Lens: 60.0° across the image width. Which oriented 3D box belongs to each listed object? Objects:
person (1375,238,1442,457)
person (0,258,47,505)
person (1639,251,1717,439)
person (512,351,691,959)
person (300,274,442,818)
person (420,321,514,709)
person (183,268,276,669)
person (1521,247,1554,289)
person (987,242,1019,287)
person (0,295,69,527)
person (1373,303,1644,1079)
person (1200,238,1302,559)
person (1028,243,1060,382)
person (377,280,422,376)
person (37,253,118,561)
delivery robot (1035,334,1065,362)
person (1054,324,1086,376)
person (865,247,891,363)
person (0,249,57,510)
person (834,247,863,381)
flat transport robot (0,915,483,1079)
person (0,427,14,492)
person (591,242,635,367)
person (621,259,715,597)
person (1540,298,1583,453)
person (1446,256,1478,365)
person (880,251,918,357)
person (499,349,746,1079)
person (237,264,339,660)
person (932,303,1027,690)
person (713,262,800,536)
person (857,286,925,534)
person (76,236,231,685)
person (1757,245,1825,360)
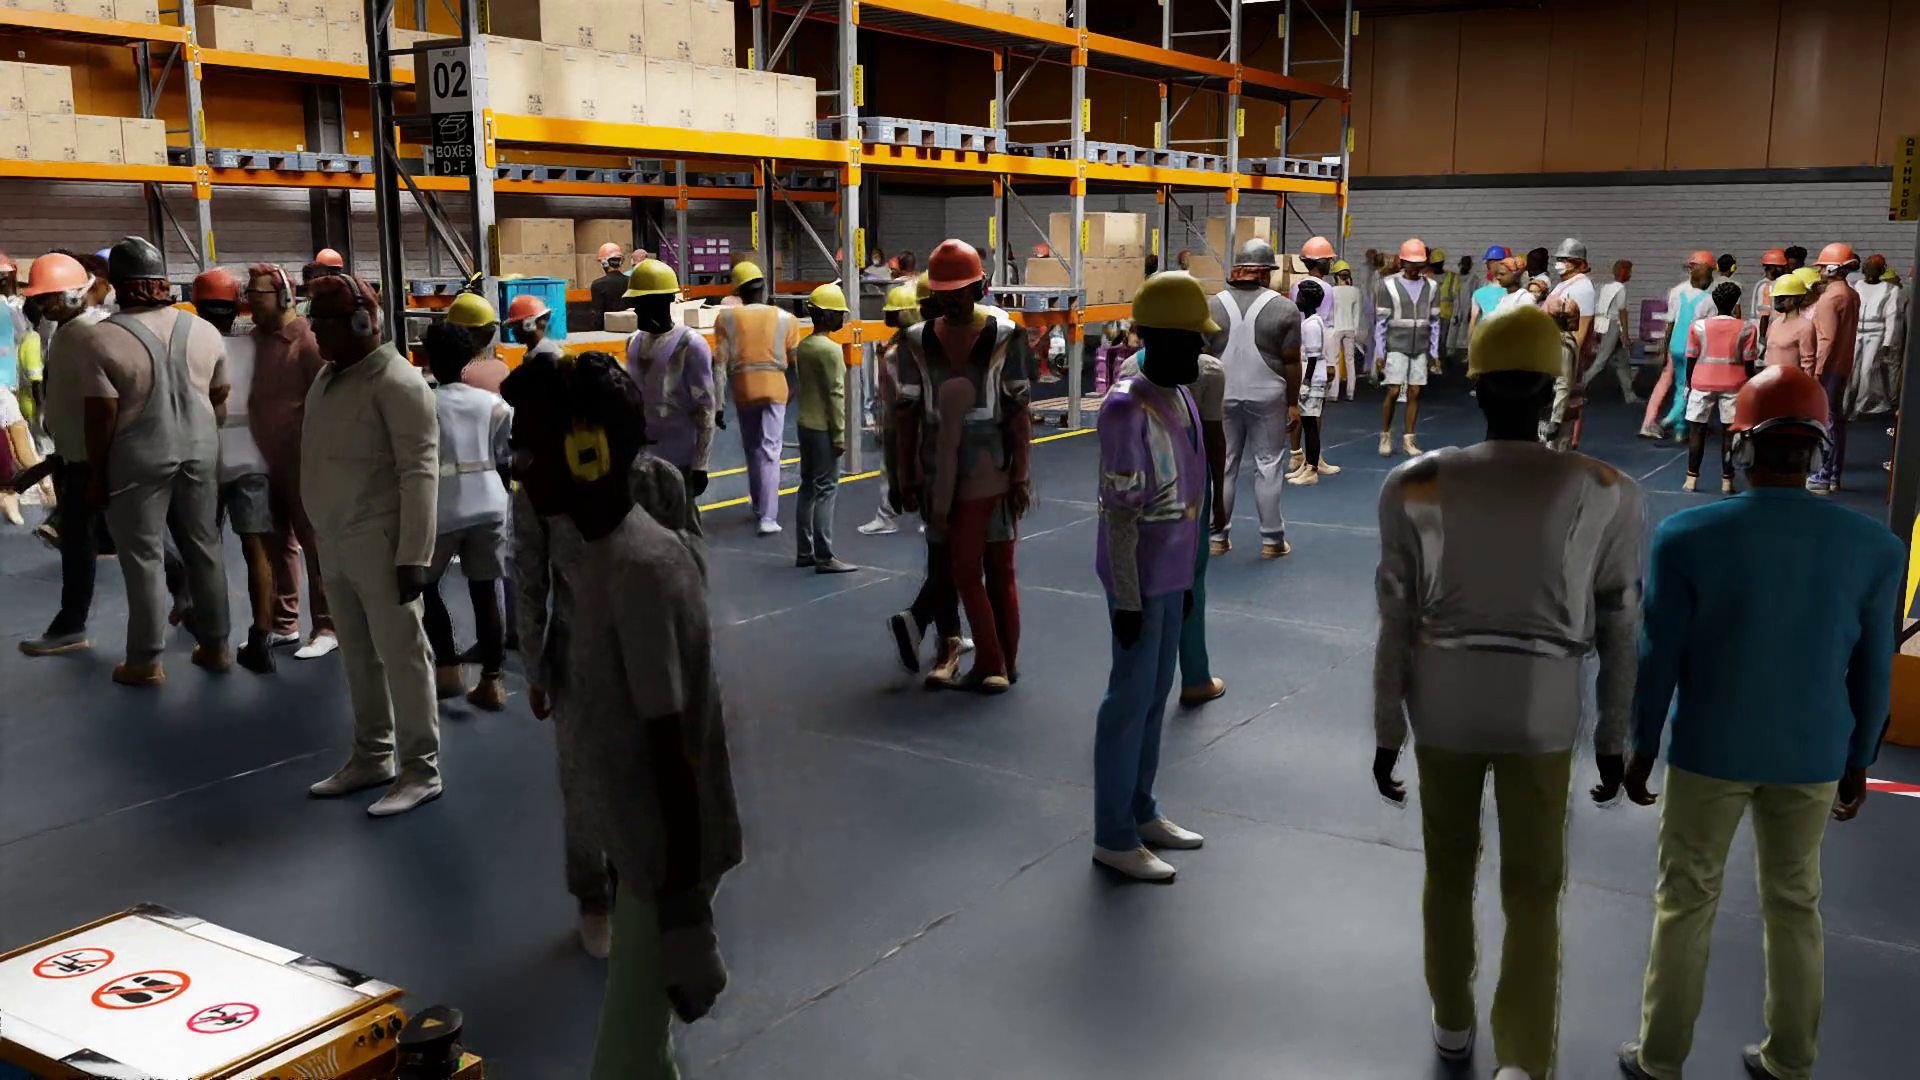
[{"bbox_3d":[4.183,-1.778,15.501,0.621,2.039,0.386,-1,10,-6],"label":"person"},{"bbox_3d":[-7.259,-1.206,12.752,0.353,1.883,0.573,-7,12,-34],"label":"person"},{"bbox_3d":[7.375,-1.970,16.938,1.050,1.925,0.606,-6,12,-29],"label":"person"},{"bbox_3d":[-0.981,0.330,4.665,0.517,1.725,0.387,-5,11,-25],"label":"person"},{"bbox_3d":[-2.112,0.022,5.885,0.652,1.904,0.403,9,13,39],"label":"person"},{"bbox_3d":[-2.175,-0.100,7.172,0.558,1.677,0.453,-10,14,-43],"label":"person"},{"bbox_3d":[-3.554,-0.360,8.053,0.563,1.878,1.018,-7,13,-35],"label":"person"},{"bbox_3d":[8.103,-3.149,23.417,0.600,1.917,0.377,-7,12,-33],"label":"person"},{"bbox_3d":[0.576,-3.308,23.962,0.539,2.000,0.688,2,10,11],"label":"person"},{"bbox_3d":[-6.377,-0.877,11.492,0.535,1.682,0.543,-3,11,-15],"label":"person"},{"bbox_3d":[1.234,0.410,3.801,0.589,1.890,0.899,3,11,17],"label":"person"},{"bbox_3d":[1.862,-0.910,10.670,0.685,2.000,0.535,4,11,23],"label":"person"},{"bbox_3d":[1.121,-3.219,23.619,0.571,1.980,0.639,3,11,17],"label":"person"},{"bbox_3d":[-4.882,-1.438,14.433,0.486,1.740,0.313,2,10,12],"label":"person"},{"bbox_3d":[-5.475,-0.821,10.454,0.629,1.939,0.492,5,11,25],"label":"person"},{"bbox_3d":[1.514,-2.981,26.006,0.707,0.478,0.477,8,13,36],"label":"delivery robot"},{"bbox_3d":[1.672,-3.406,24.791,0.354,1.936,0.635,-6,12,-31],"label":"person"},{"bbox_3d":[-1.303,-3.932,27.794,0.644,1.909,0.831,0,10,1],"label":"person"},{"bbox_3d":[-7.118,-1.195,12.396,1.048,1.985,0.612,-2,10,-9],"label":"person"},{"bbox_3d":[-1.656,-3.204,23.723,0.683,1.913,0.563,-5,12,-27],"label":"person"},{"bbox_3d":[-1.896,1.182,3.988,1.431,0.197,0.652,6,12,31],"label":"flat transport robot"},{"bbox_3d":[-7.757,-1.312,13.042,0.385,1.990,0.608,8,13,38],"label":"person"},{"bbox_3d":[-3.666,-2.157,17.708,0.377,1.995,0.611,9,14,41],"label":"person"},{"bbox_3d":[-1.489,-0.433,8.346,0.593,1.925,0.384,8,13,38],"label":"person"},{"bbox_3d":[4.028,-0.807,11.217,0.308,1.640,0.510,3,11,17],"label":"person"},{"bbox_3d":[8.164,-3.724,27.027,0.565,1.780,0.956,10,14,44],"label":"person"},{"bbox_3d":[-0.559,-2.121,17.771,0.592,1.908,0.414,-5,12,-27],"label":"person"},{"bbox_3d":[-0.490,0.589,2.928,0.570,1.838,0.571,-3,11,-15],"label":"person"},{"bbox_3d":[-3.284,-0.374,8.074,0.639,1.911,0.402,6,12,28],"label":"person"},{"bbox_3d":[0.088,-0.197,7.540,0.380,1.753,0.569,8,13,39],"label":"person"},{"bbox_3d":[-1.382,-0.999,11.652,0.652,1.853,0.982,0,10,-2],"label":"person"},{"bbox_3d":[-0.370,-0.866,11.331,0.784,1.698,0.497,-7,12,-33],"label":"person"},{"bbox_3d":[-3.728,-0.365,7.653,0.535,2.000,0.673,7,13,35],"label":"person"},{"bbox_3d":[8.575,-2.052,17.205,0.607,1.966,0.367,7,12,32],"label":"person"}]
